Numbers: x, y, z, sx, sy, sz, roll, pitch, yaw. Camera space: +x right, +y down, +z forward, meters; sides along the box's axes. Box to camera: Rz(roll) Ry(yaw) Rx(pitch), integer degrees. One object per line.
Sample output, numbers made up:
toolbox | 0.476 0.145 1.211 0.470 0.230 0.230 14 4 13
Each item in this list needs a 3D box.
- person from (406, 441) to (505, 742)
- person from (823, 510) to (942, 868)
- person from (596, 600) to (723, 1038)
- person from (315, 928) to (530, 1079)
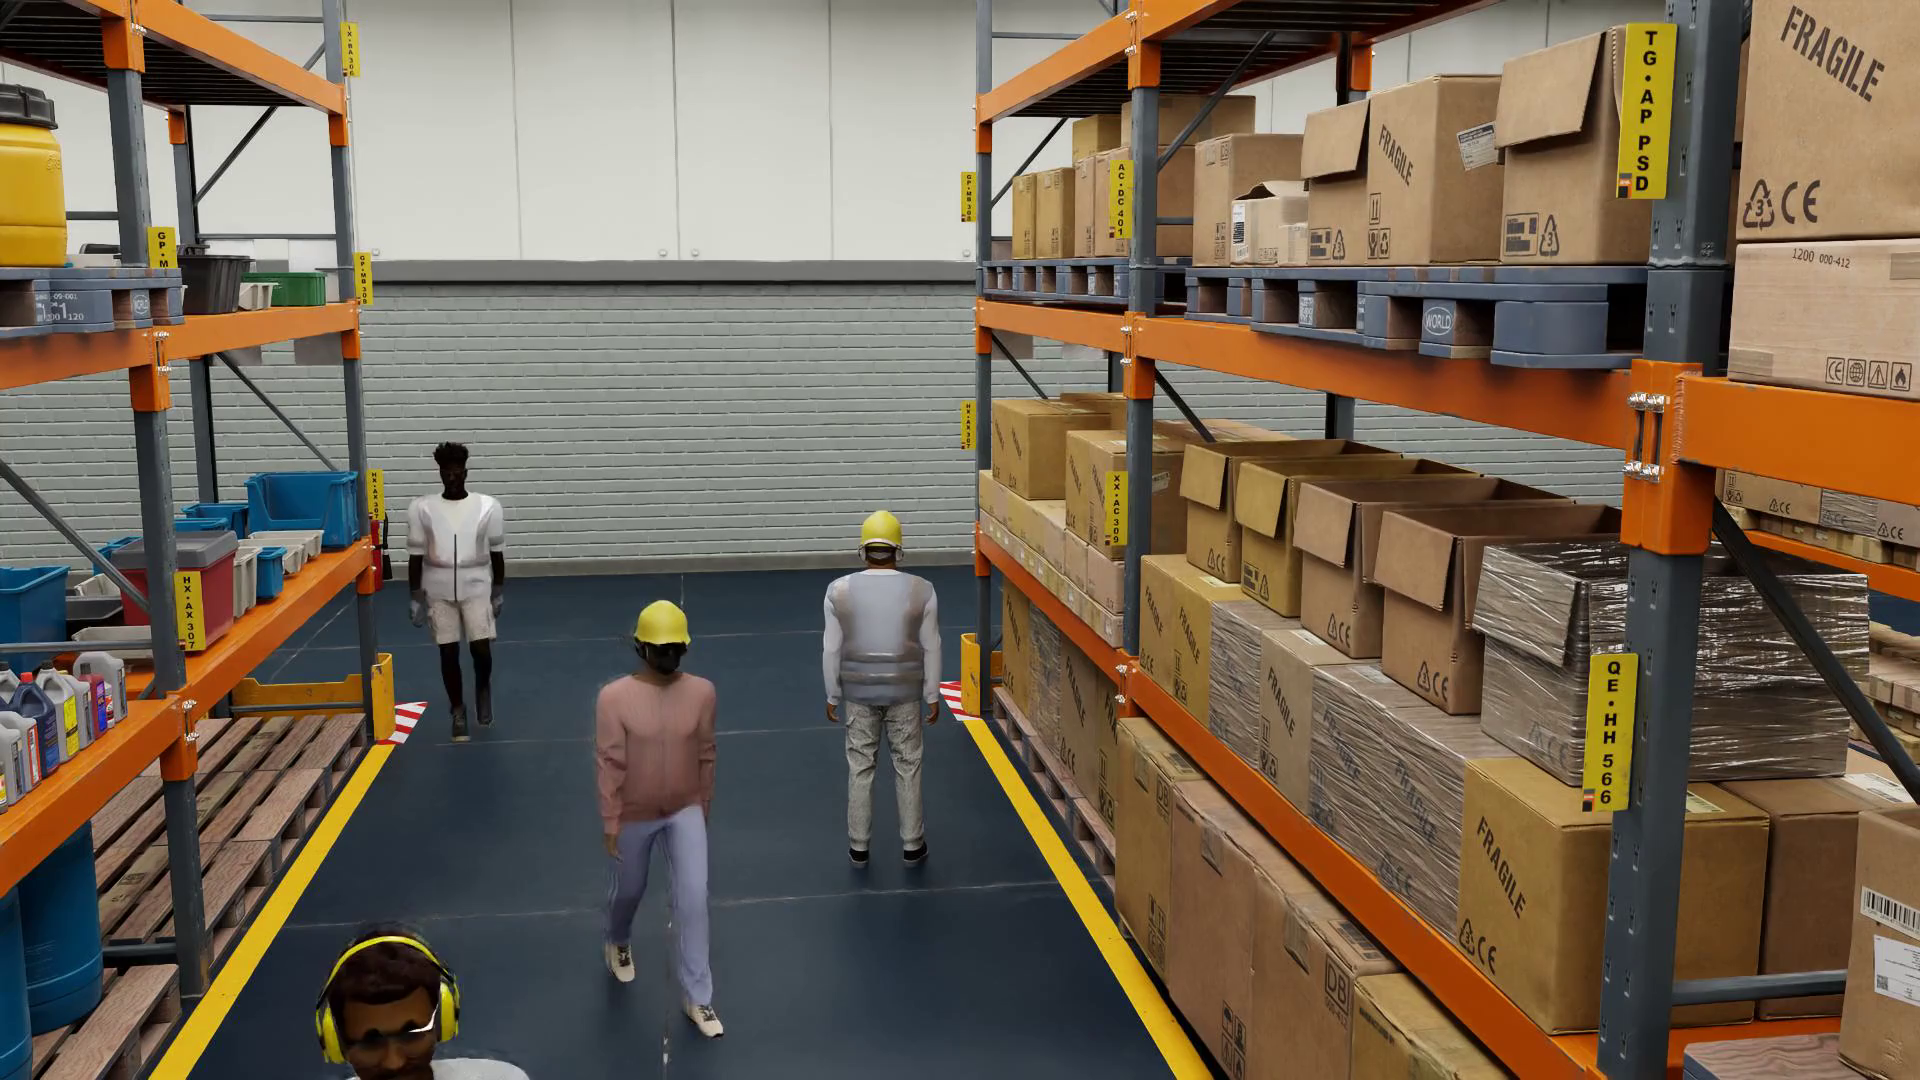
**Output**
person | -3.240 0.335 10.704 0.614 1.950 0.414 -2 9 -13
person | -0.390 0.761 8.451 0.601 1.827 0.404 0 9 0
person | -1.251 1.076 6.817 0.521 1.729 0.858 -4 10 -26
person | -1.025 1.600 3.189 0.546 1.853 0.482 -3 10 -20
